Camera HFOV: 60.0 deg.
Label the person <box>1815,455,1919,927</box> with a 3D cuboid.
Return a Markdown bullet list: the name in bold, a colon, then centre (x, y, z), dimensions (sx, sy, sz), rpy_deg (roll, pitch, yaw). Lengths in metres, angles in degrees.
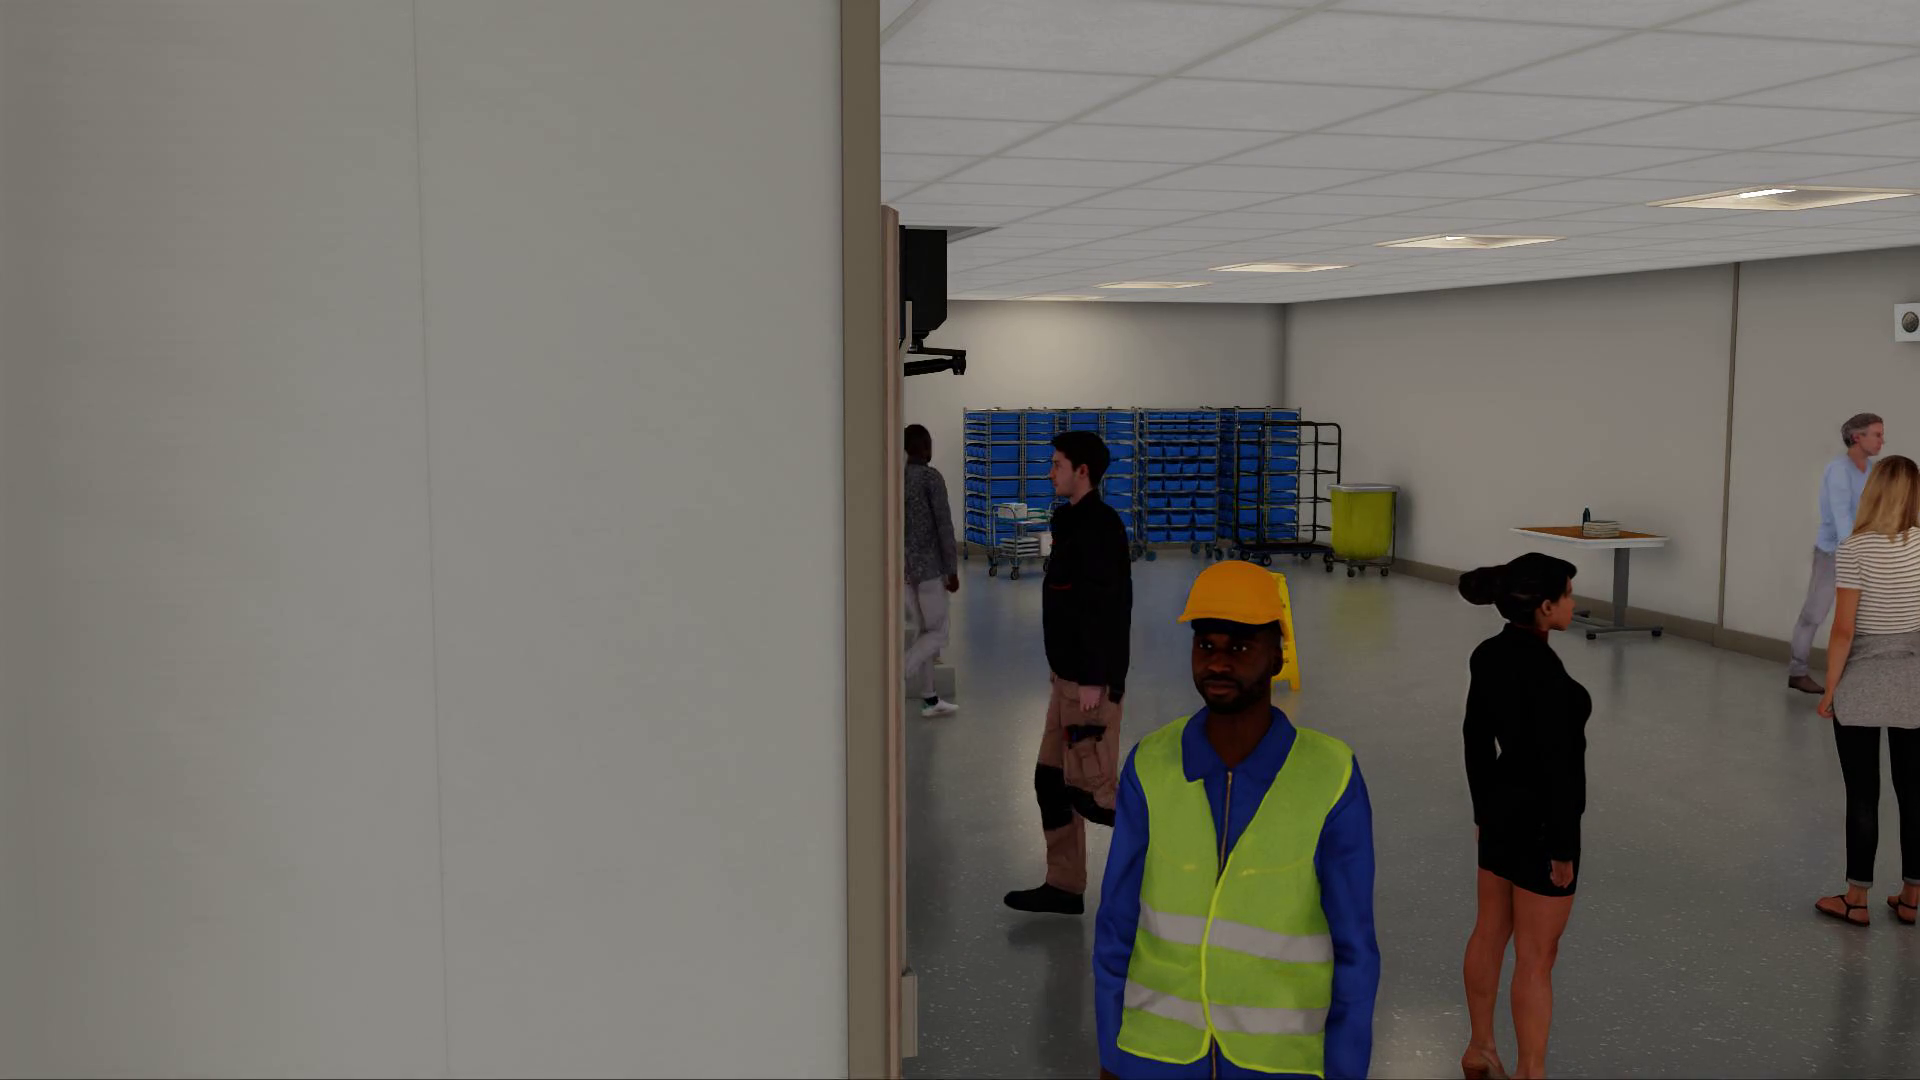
- **person**: centre (3.599, 0.582, 6.462), dimensions (0.660, 1.826, 0.618), rpy_deg (0, 6, 1)

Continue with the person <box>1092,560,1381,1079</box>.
- **person**: centre (0.487, 0.936, 3.009), dimensions (0.759, 1.812, 0.776), rpy_deg (2, 6, 19)

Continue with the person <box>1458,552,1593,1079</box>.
- **person**: centre (1.613, 0.849, 4.738), dimensions (0.624, 1.640, 0.532), rpy_deg (-1, 6, -14)

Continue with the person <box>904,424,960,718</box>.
- **person**: centre (-0.303, 0.215, 10.194), dimensions (1.022, 1.809, 1.019), rpy_deg (-5, 7, -38)

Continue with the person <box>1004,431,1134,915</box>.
- **person**: centre (0.575, 0.543, 6.451), dimensions (0.798, 1.906, 0.959), rpy_deg (-1, 6, -9)

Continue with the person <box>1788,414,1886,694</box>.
- **person**: centre (5.680, 0.136, 10.845), dimensions (0.757, 1.836, 1.214), rpy_deg (-2, 6, -20)
